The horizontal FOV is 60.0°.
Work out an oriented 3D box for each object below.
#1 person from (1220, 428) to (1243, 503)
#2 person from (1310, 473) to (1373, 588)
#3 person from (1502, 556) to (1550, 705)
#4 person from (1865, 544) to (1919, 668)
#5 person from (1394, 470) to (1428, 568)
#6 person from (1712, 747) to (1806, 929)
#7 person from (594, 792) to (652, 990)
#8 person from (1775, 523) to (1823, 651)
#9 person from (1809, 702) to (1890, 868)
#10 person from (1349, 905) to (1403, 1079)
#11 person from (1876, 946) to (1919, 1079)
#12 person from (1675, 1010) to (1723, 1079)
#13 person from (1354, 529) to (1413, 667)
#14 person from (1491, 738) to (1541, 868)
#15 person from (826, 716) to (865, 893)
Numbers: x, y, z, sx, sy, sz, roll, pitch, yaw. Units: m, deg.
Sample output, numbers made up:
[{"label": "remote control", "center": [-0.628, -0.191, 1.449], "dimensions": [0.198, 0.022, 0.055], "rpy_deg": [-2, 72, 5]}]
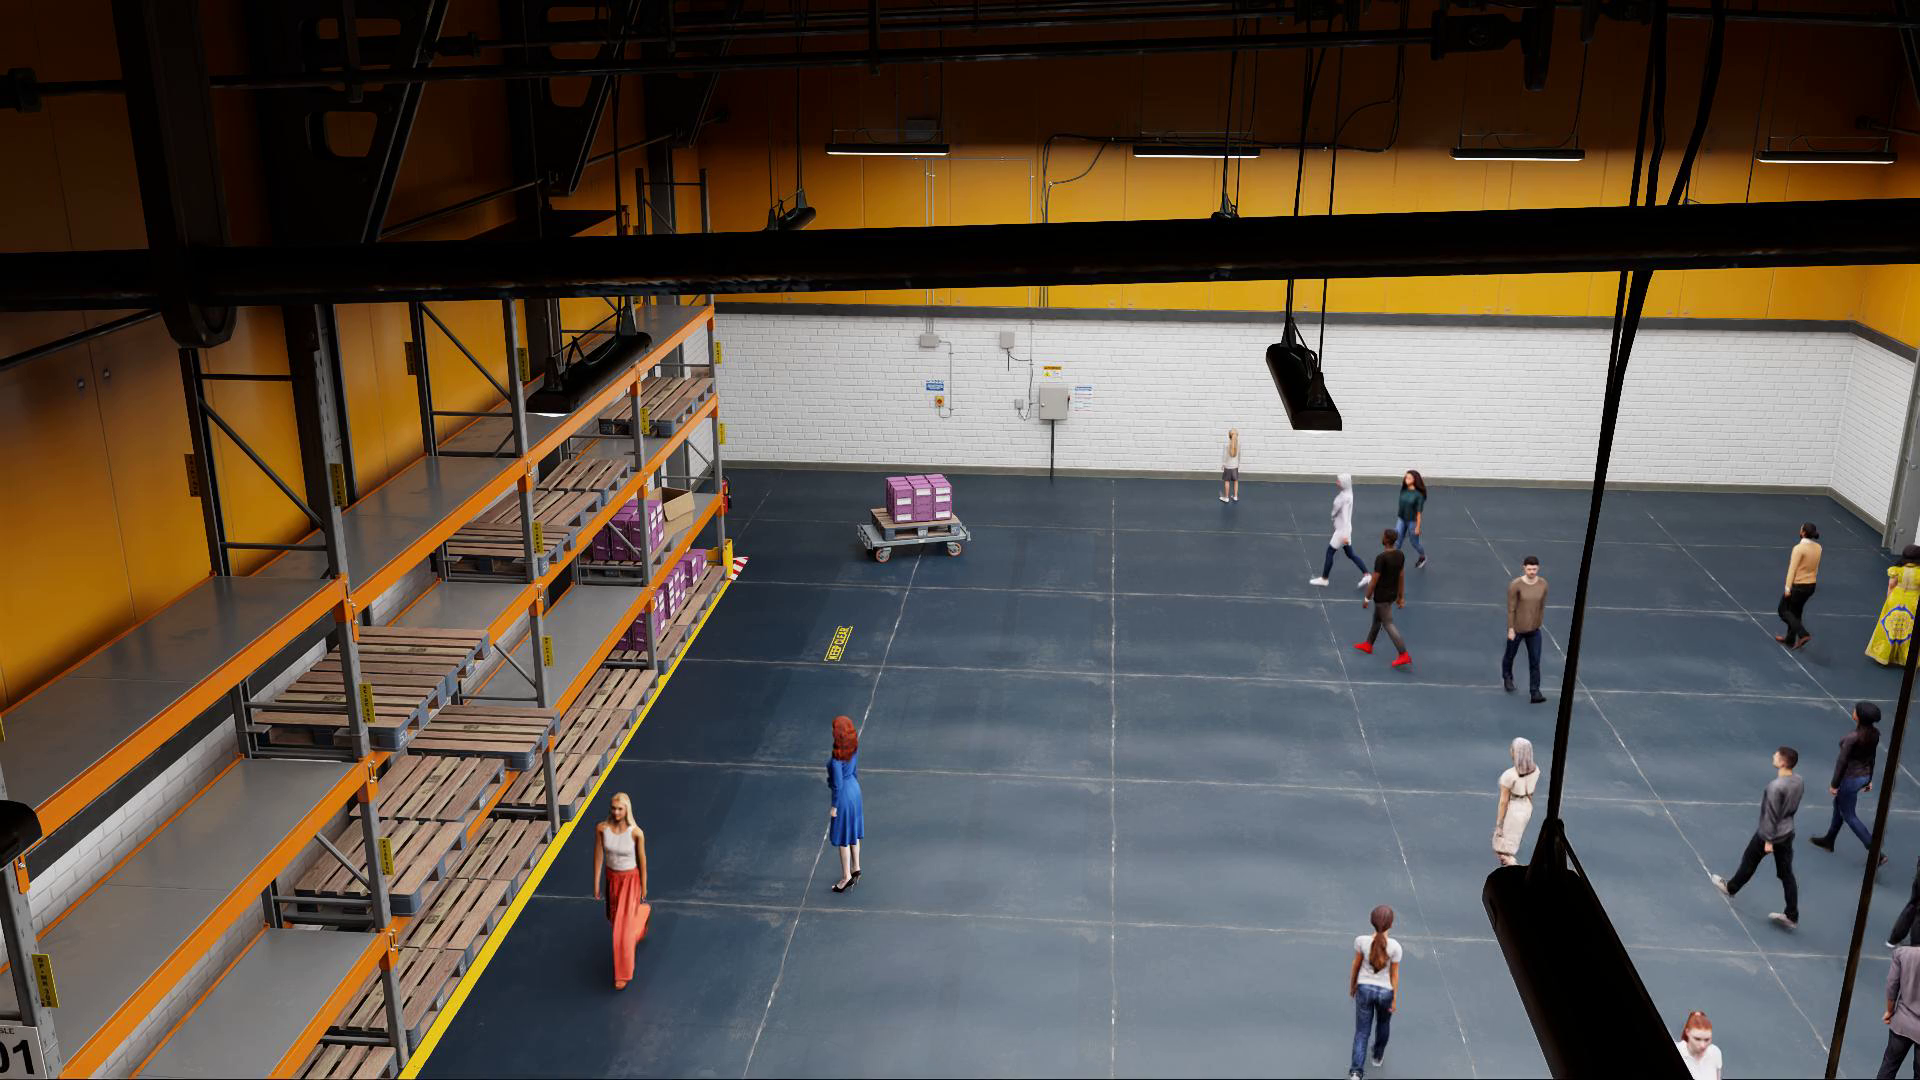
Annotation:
[{"label": "person", "center": [4.643, -1.293, 28.442], "dimensions": [0.588, 1.276, 0.626], "rpy_deg": [-7, 20, -21]}, {"label": "person", "center": [5.658, -0.095, 24.164], "dimensions": [0.833, 1.735, 1.134], "rpy_deg": [5, 19, 16]}, {"label": "person", "center": [6.939, 1.064, 20.571], "dimensions": [0.742, 1.833, 1.174], "rpy_deg": [-1, 19, -3]}, {"label": "person", "center": [12.204, 0.851, 21.478], "dimensions": [0.981, 1.657, 0.964], "rpy_deg": [10, 21, 27]}, {"label": "person", "center": [6.781, -0.265, 24.905], "dimensions": [1.095, 1.584, 1.054], "rpy_deg": [-14, 23, -36]}, {"label": "person", "center": [7.712, 2.809, 15.580], "dimensions": [1.031, 1.711, 1.226], "rpy_deg": [-9, 21, -25]}, {"label": "person", "center": [-2.969, 3.033, 14.809], "dimensions": [0.756, 1.778, 1.118], "rpy_deg": [5, 19, 13]}, {"label": "person", "center": [11.142, 0.644, 21.961], "dimensions": [0.891, 1.741, 0.995], "rpy_deg": [-8, 20, -22]}, {"label": "person", "center": [8.984, 2.469, 16.580], "dimensions": [1.018, 1.717, 1.206], "rpy_deg": [-9, 21, -26]}, {"label": "person", "center": [3.306, 3.667, 13.314], "dimensions": [0.745, 1.530, 1.082], "rpy_deg": [7, 20, 21]}, {"label": "person", "center": [7.324, 3.701, 12.708], "dimensions": [0.798, 1.853, 0.719], "rpy_deg": [-13, 23, -34]}, {"label": "person", "center": [5.139, 4.074, 11.814], "dimensions": [0.605, 1.717, 1.064], "rpy_deg": [1, 19, 2]}, {"label": "person", "center": [5.587, 0.776, 21.519], "dimensions": [1.174, 1.773, 1.255], "rpy_deg": [-14, 23, -36]}, {"label": "person", "center": [5.321, 2.727, 15.809], "dimensions": [0.895, 1.719, 1.036], "rpy_deg": [-9, 21, -26]}, {"label": "person", "center": [-1.117, 2.557, 16.143], "dimensions": [0.746, 1.828, 0.612], "rpy_deg": [8, 20, 22]}]
